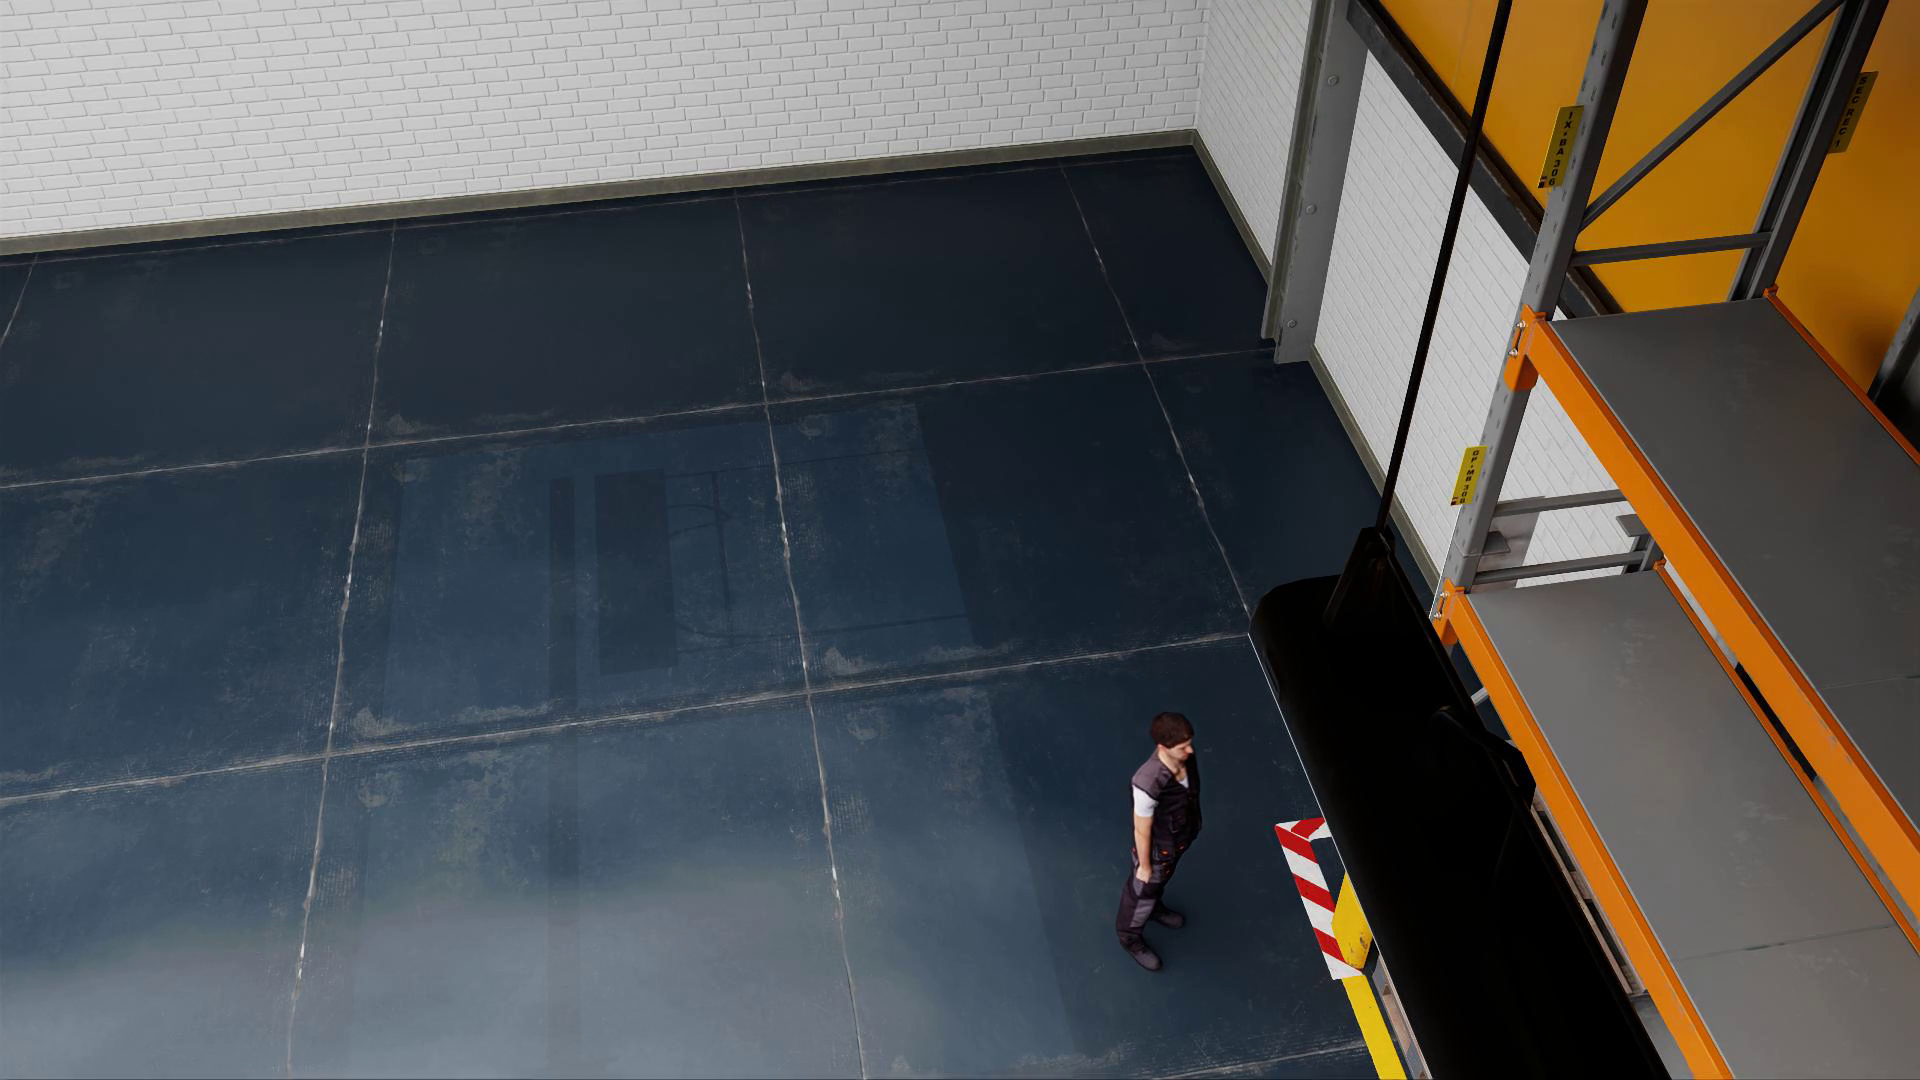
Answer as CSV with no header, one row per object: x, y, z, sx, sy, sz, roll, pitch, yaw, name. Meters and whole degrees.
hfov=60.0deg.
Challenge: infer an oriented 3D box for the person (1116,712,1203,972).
1.048,1.547,8.772,0.798,1.849,0.727,23,48,23,person
